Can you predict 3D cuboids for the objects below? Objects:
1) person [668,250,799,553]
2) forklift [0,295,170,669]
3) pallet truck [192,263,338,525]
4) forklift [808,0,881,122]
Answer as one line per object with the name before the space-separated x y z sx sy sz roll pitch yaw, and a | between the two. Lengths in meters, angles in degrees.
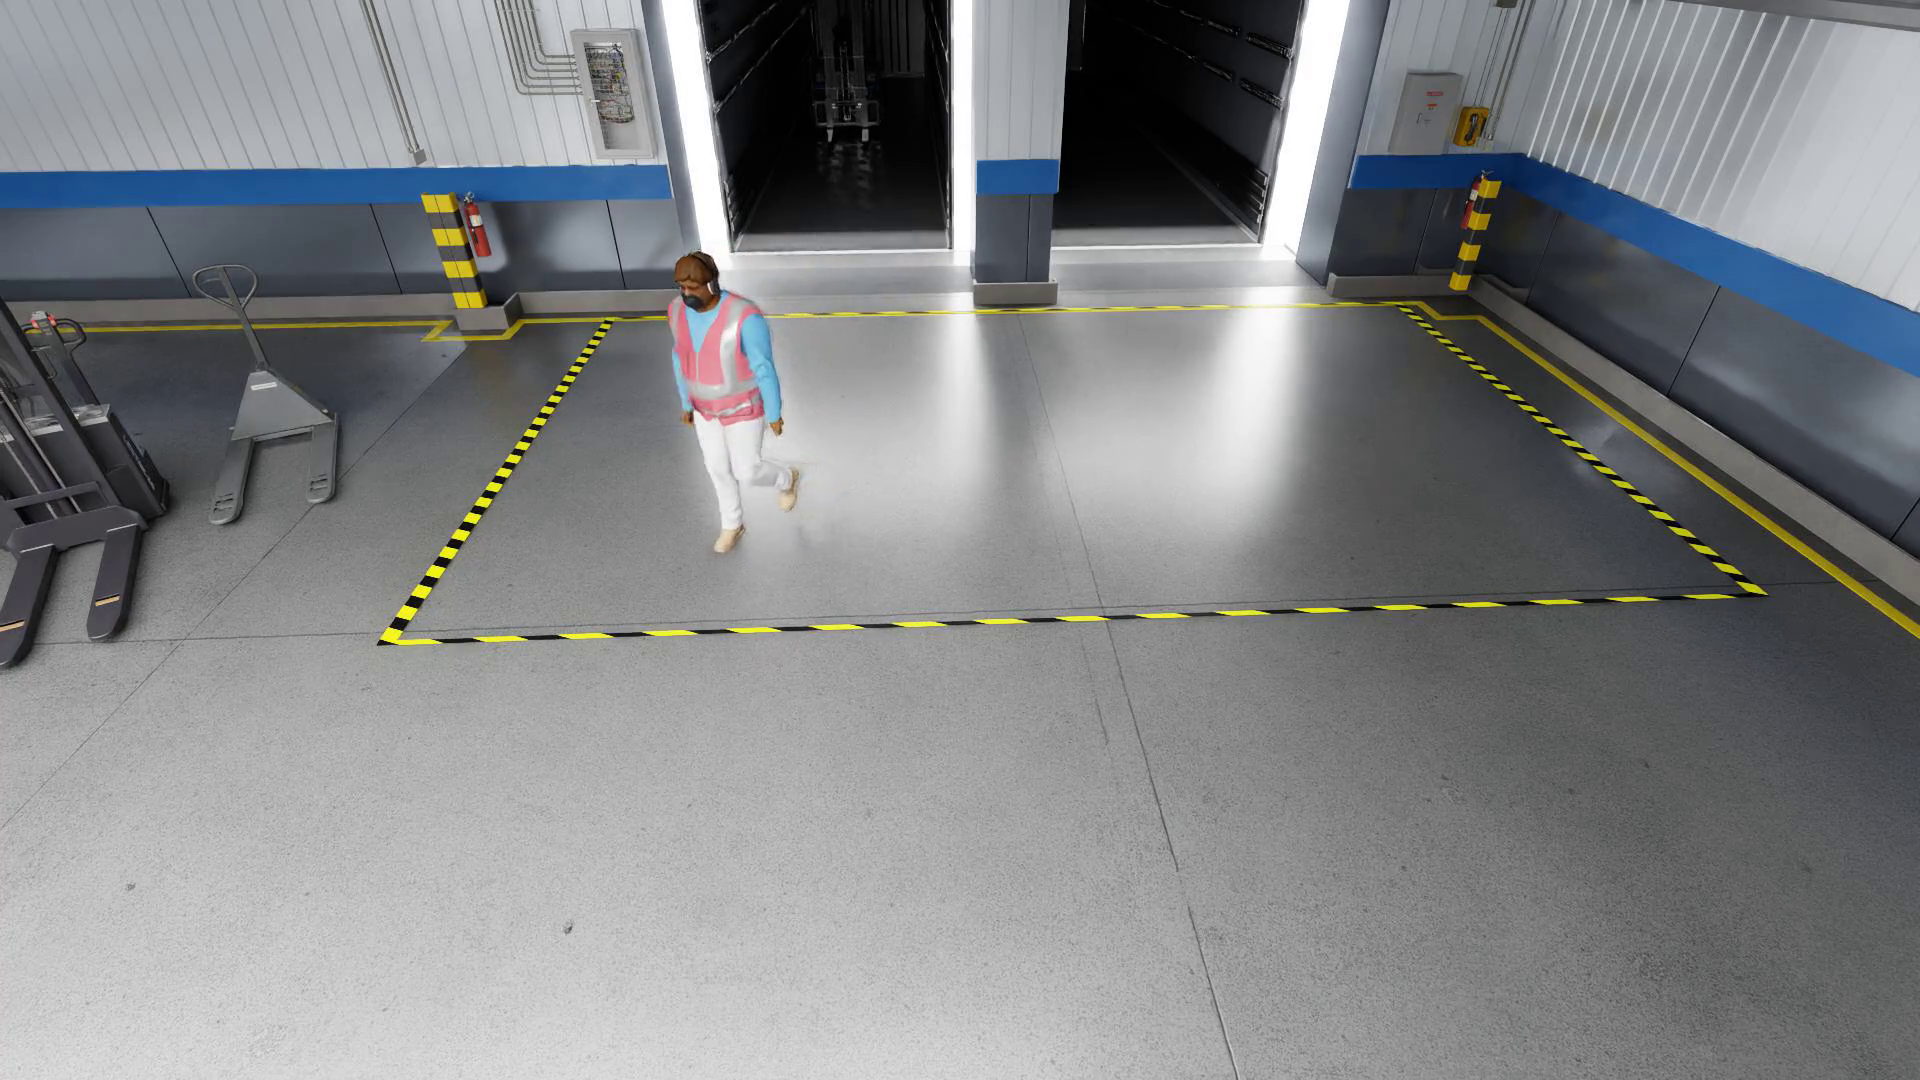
person | -1.287 -0.800 5.299 0.660 1.814 0.648 14 37 20
forklift | -5.212 -0.618 4.878 0.823 1.965 1.885 -20 39 -26
pallet truck | -4.778 -1.027 6.128 0.680 1.201 1.601 -17 38 -23
forklift | -1.991 -8.521 15.921 1.157 2.036 2.680 -3 35 -4
